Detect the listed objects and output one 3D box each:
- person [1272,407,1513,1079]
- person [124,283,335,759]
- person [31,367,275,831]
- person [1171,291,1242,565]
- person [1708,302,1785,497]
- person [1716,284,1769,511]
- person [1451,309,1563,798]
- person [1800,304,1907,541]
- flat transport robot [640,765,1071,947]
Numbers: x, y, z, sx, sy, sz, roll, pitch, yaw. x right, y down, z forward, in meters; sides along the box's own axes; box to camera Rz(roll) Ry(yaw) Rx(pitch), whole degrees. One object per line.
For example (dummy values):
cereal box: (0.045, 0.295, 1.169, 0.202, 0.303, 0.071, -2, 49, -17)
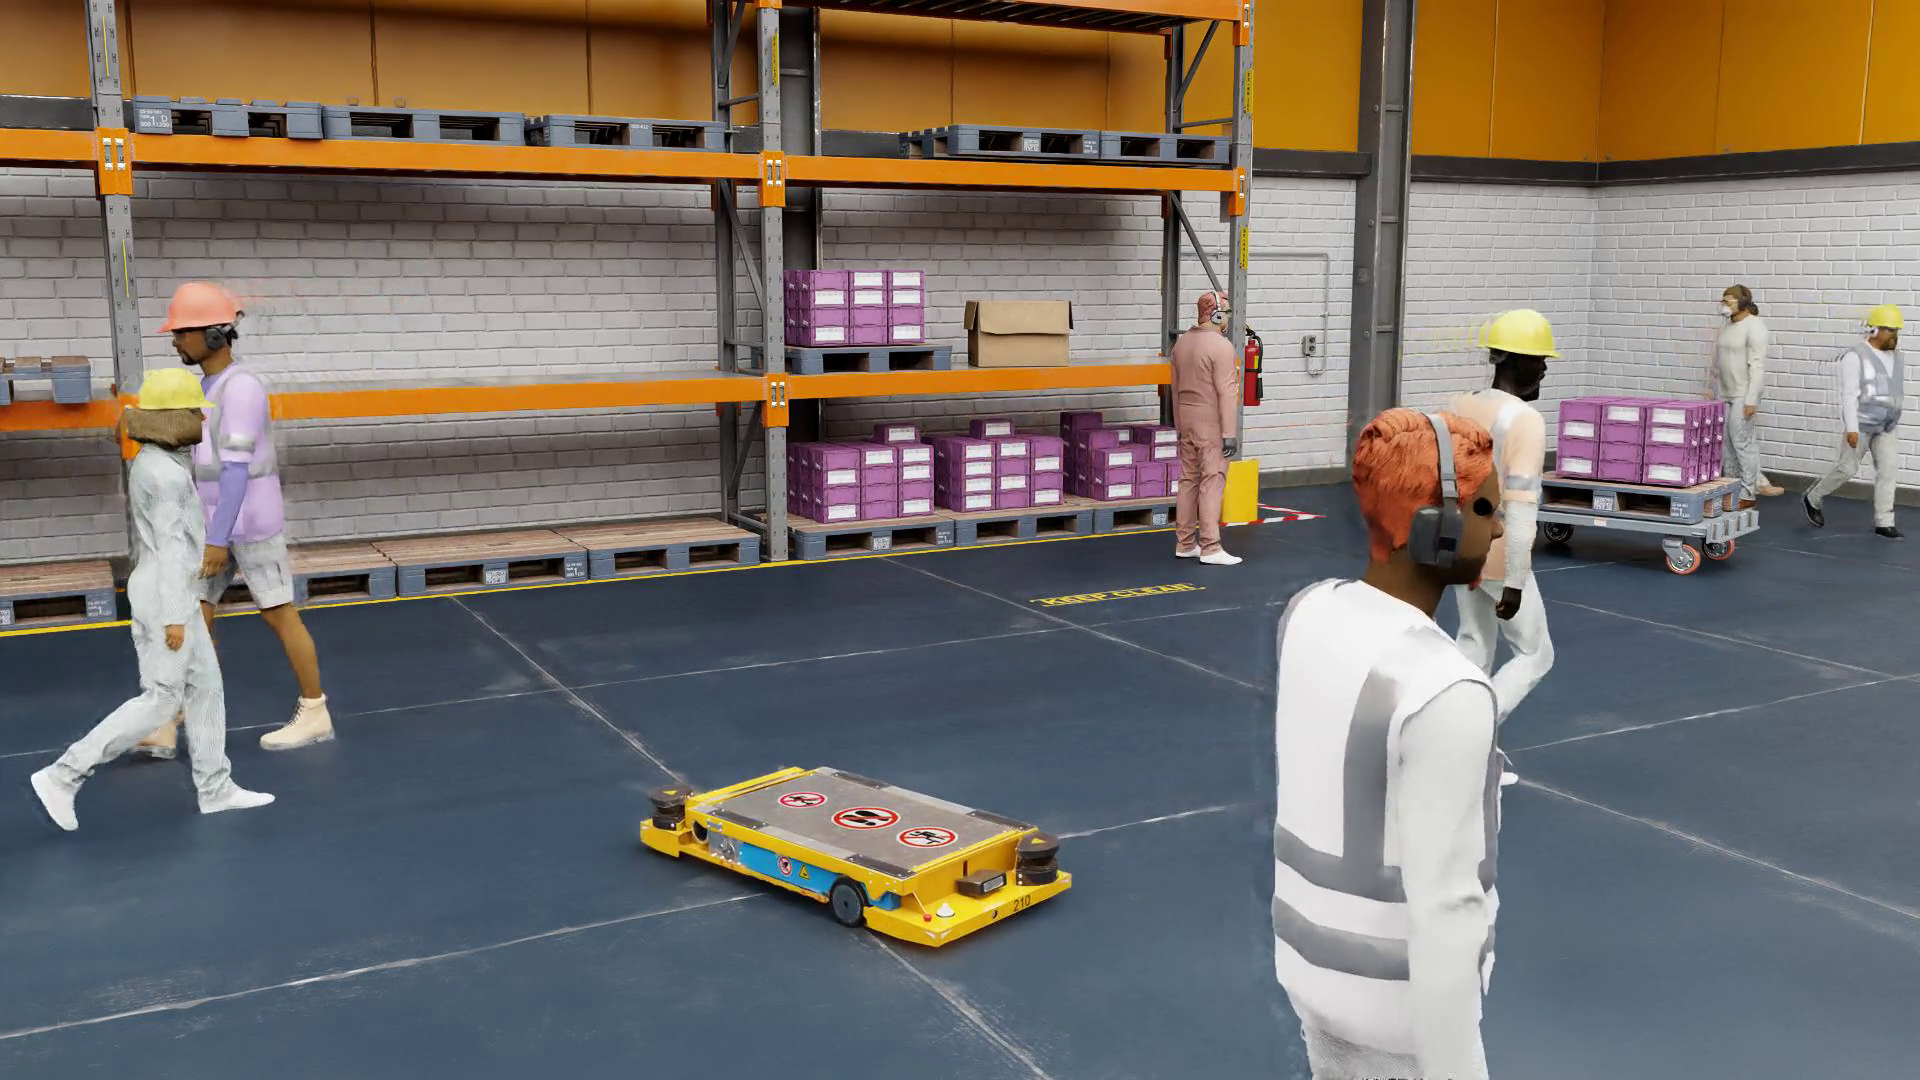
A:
person: (0.628, 0.715, 2.662, 0.710, 1.863, 0.593, -3, 10, -15)
person: (-3.125, -0.055, 6.920, 0.995, 1.992, 0.640, -8, 12, -41)
person: (-2.994, 0.227, 6.099, 0.744, 1.715, 0.488, -5, 11, -30)
person: (1.751, -0.783, 11.657, 0.402, 1.906, 0.652, -5, 10, -26)
person: (7.039, -1.295, 15.205, 0.966, 1.782, 0.708, 4, 10, 24)
person: (6.639, -1.210, 14.207, 0.393, 1.929, 0.651, -1, 9, -4)
person: (2.100, 0.063, 6.488, 0.420, 1.912, 0.596, -3, 10, -16)
person: (6.969, -0.926, 12.854, 0.578, 1.801, 0.842, -3, 10, -17)
flat transport robot: (-0.384, 1.019, 5.648, 1.431, 0.197, 0.652, 8, 12, 41)
